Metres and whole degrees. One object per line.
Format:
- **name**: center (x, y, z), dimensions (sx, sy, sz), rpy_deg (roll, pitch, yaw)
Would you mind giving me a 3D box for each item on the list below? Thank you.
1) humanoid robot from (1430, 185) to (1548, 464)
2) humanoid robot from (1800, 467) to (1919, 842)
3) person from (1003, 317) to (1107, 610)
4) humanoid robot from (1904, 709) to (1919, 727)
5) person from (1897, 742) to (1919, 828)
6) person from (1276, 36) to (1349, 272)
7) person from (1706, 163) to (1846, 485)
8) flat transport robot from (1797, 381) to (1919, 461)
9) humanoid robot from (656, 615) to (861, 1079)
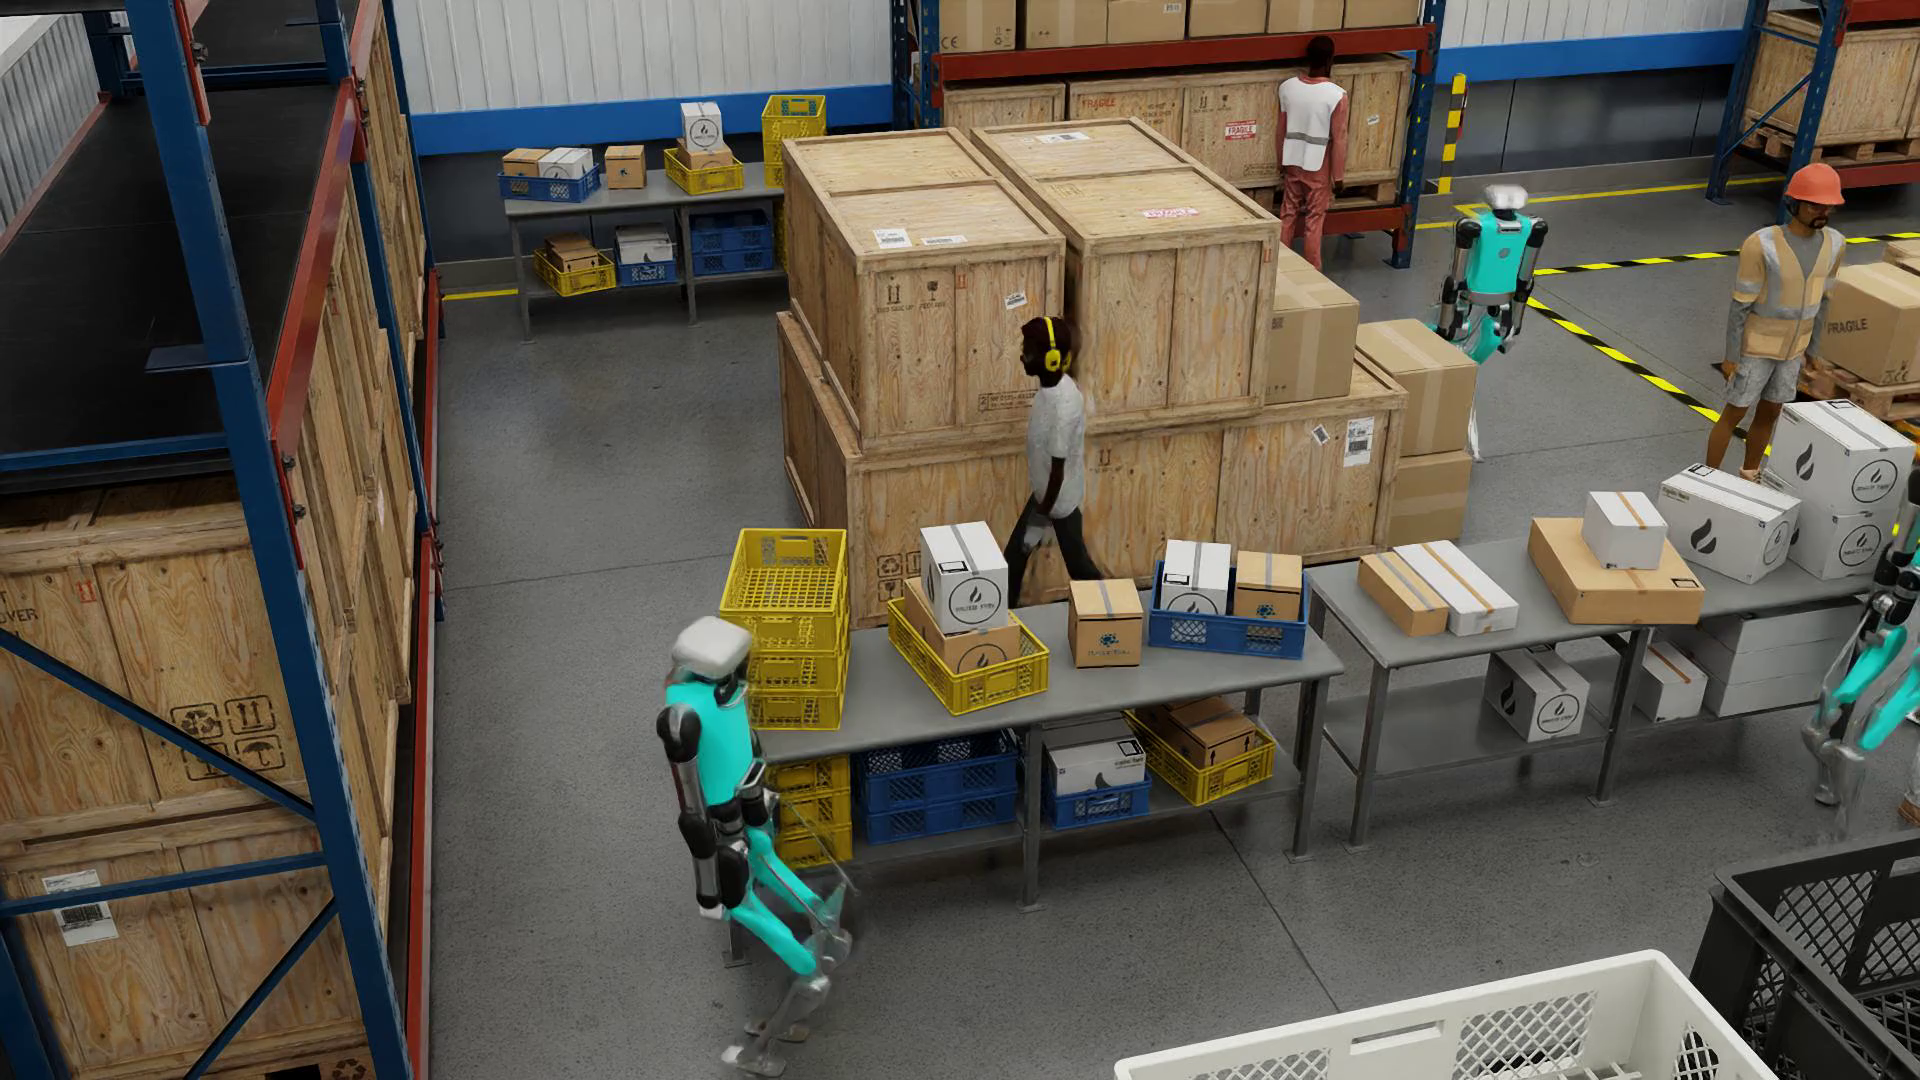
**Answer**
- **humanoid robot**: center (3.090, -1.390, 10.166), dimensions (0.530, 1.762, 1.037), rpy_deg (-3, 29, -5)
- **humanoid robot**: center (3.763, 0.498, 6.766), dimensions (0.694, 1.869, 0.543), rpy_deg (-13, 31, -22)
- **person**: center (0.445, -0.192, 7.865), dimensions (0.979, 1.819, 0.515), rpy_deg (-7, 30, -12)
- **humanoid robot**: center (4.738, 0.271, 7.131), dimensions (0.978, 1.741, 0.528), rpy_deg (18, 34, 29)
- **person**: center (4.288, 0.396, 6.781), dimensions (0.629, 1.835, 0.429), rpy_deg (-14, 32, -24)
- **person**: center (2.618, -2.804, 12.495), dimensions (0.592, 1.921, 0.392), rpy_deg (24, 37, 36)
- **person**: center (4.525, -1.079, 9.235), dimensions (0.607, 2.048, 0.365), rpy_deg (-6, 29, -11)
- **flat transport robot**: center (5.994, -0.904, 10.729), dimensions (0.652, 0.197, 1.431), rpy_deg (-7, 30, -13)
- **humanoid robot**: center (-0.611, 1.068, 5.626), dimensions (0.682, 1.765, 0.537), rpy_deg (7, 30, 12)
